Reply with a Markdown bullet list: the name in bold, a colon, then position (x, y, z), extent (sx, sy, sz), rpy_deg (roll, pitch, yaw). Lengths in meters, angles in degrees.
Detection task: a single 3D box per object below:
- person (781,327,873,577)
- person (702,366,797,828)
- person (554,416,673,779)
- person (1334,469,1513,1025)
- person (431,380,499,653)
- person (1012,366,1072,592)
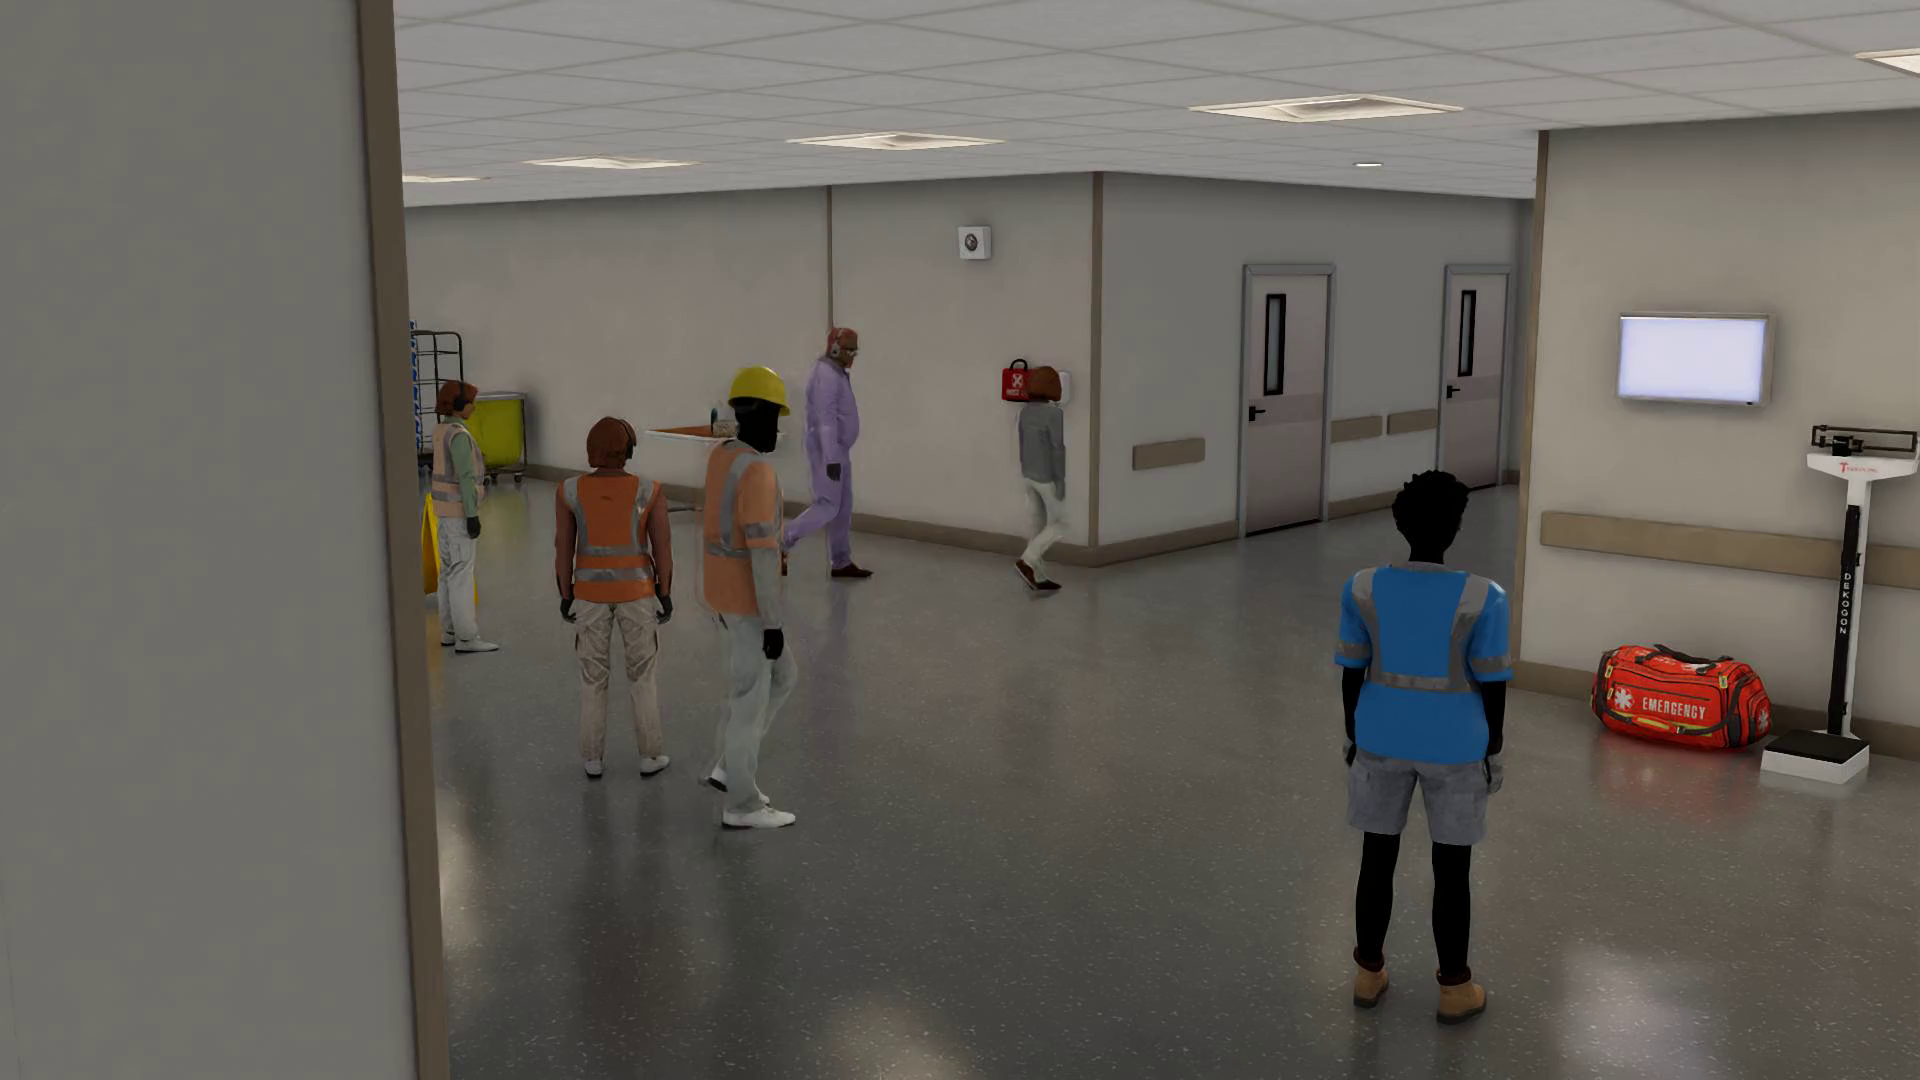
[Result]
- **person**: position (-1.041, -0.633, 12.294), extent (0.699, 1.875, 0.671), rpy_deg (1, 9, 5)
- **person**: position (-0.847, 0.239, 6.873), extent (0.437, 1.896, 0.648), rpy_deg (-4, 10, -21)
- **person**: position (-1.555, 0.265, 7.513), extent (0.523, 1.639, 0.309), rpy_deg (-1, 9, -4)
- **person**: position (1.411, 0.631, 5.091), extent (0.532, 1.697, 0.319), rpy_deg (5, 11, 30)
- **person**: position (-3.015, -0.143, 10.018), extent (0.311, 1.639, 0.512), rpy_deg (-6, 11, -33)
- **person**: position (0.567, -0.417, 11.727), extent (0.403, 1.618, 0.528), rpy_deg (-6, 11, -31)
